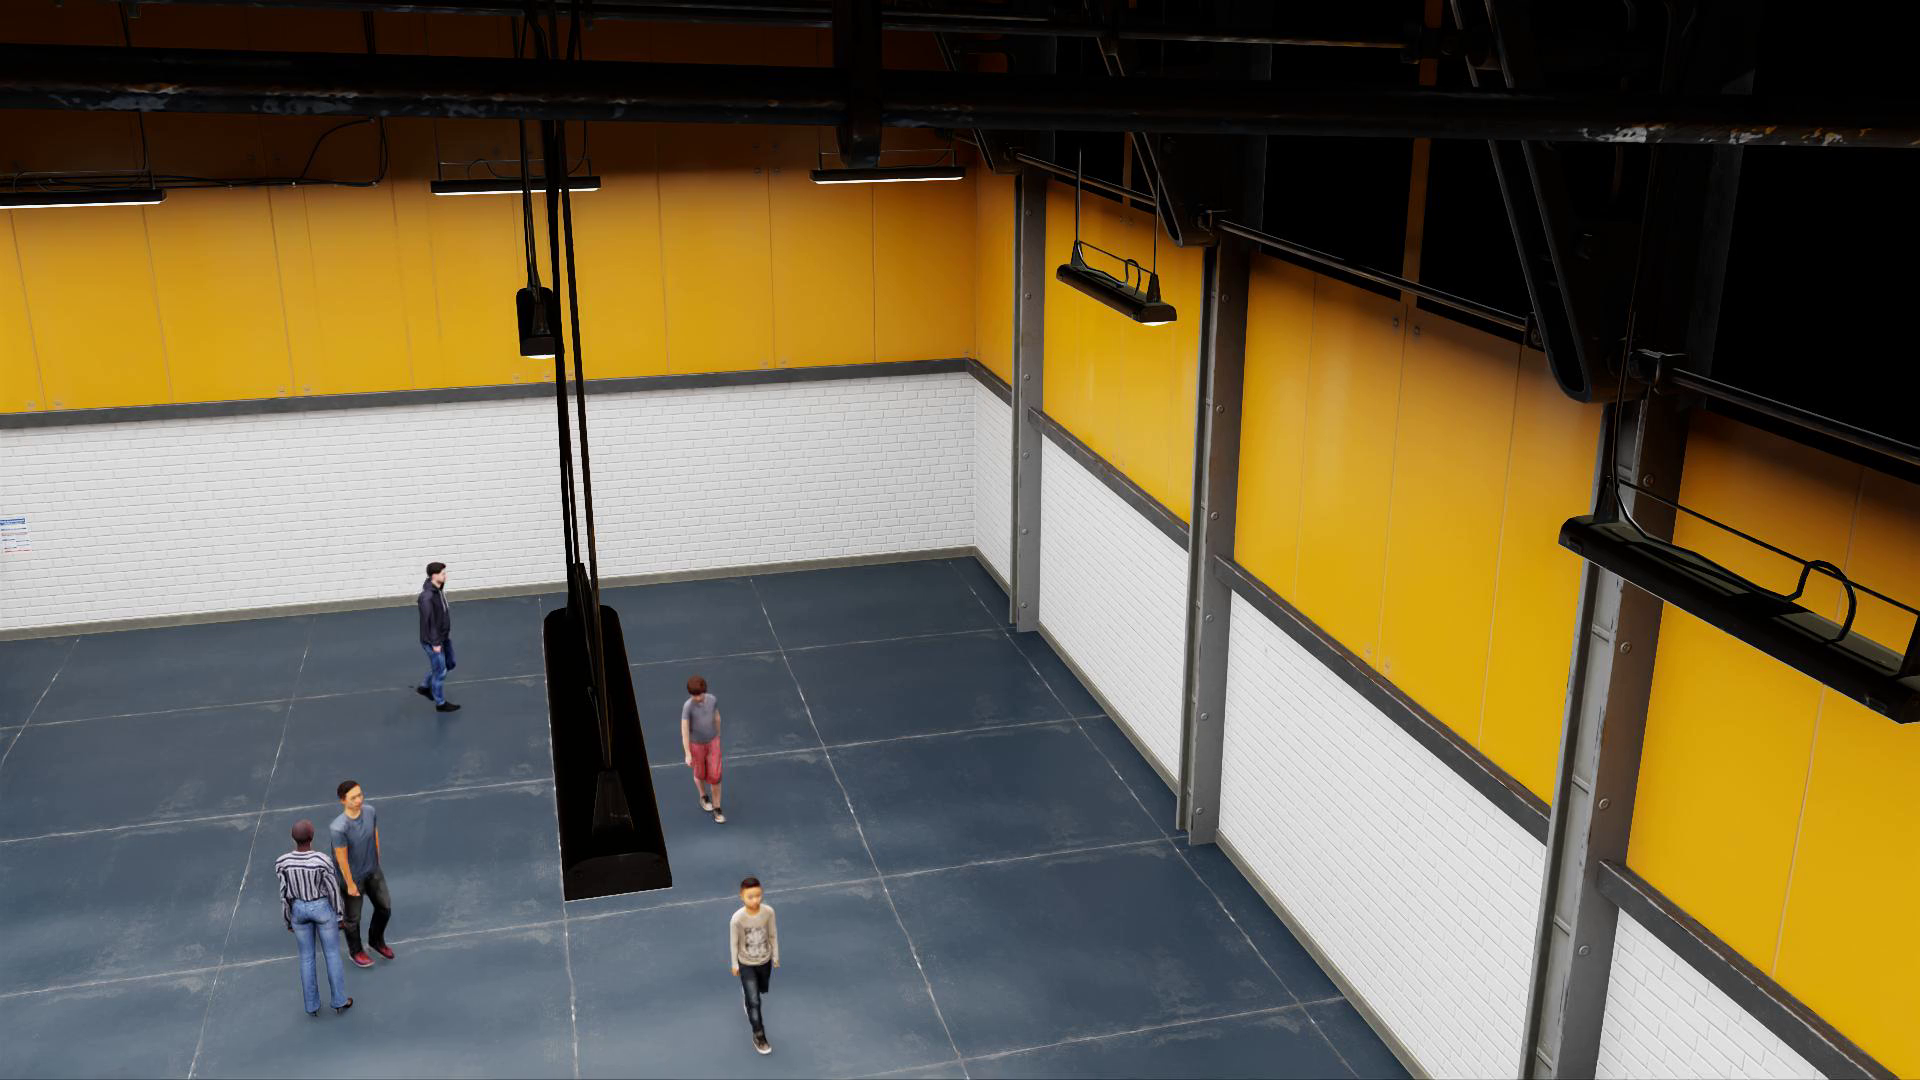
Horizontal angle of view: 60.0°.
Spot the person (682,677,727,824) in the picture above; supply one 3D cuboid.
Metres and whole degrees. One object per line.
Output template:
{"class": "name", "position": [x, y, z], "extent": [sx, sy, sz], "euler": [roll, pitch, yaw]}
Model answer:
{"class": "person", "position": [-2.652, 2.097, 17.225], "extent": [0.696, 1.603, 0.917], "euler": [-11, 21, -29]}

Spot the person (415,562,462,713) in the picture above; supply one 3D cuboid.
{"class": "person", "position": [-6.272, 1.155, 19.599], "extent": [0.855, 1.872, 0.819], "euler": [0, 19, 1]}

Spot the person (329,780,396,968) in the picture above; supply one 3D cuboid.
{"class": "person", "position": [-5.331, 2.897, 14.550], "extent": [0.851, 1.794, 0.796], "euler": [12, 22, 31]}

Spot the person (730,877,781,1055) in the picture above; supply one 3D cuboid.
{"class": "person", "position": [-1.698, 3.404, 13.589], "extent": [0.694, 1.445, 0.987], "euler": [-10, 21, -27]}

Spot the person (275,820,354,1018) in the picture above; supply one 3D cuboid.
{"class": "person", "position": [-5.367, 3.141, 13.821], "extent": [0.664, 1.795, 0.585], "euler": [-2, 19, -5]}
